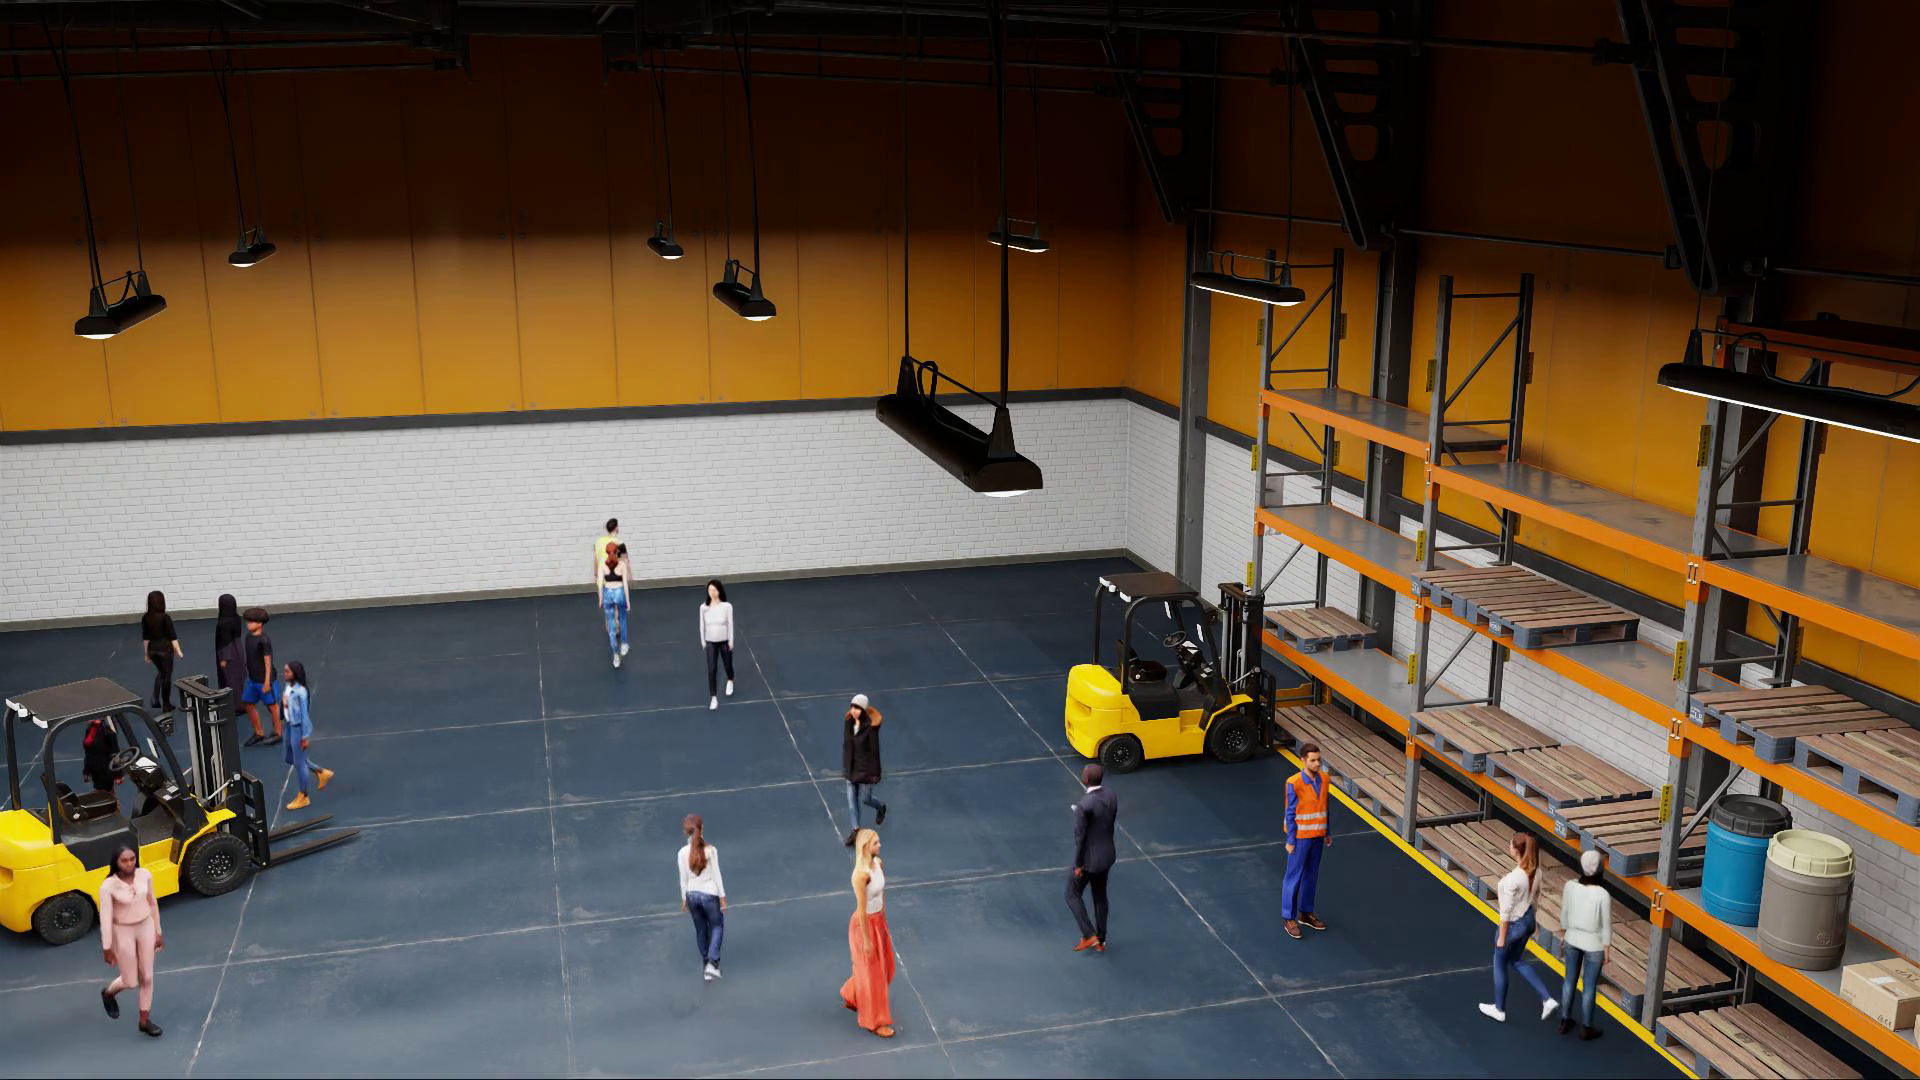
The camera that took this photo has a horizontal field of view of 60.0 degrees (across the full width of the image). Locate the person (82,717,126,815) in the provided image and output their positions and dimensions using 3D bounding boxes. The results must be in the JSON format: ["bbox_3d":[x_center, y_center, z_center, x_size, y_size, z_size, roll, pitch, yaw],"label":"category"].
[{"bbox_3d":[-8.929,2.464,17.482,0.812,1.623,0.870,8,16,30],"label":"person"}]

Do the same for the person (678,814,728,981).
[{"bbox_3d":[-2.298,3.197,14.650,0.676,1.532,0.783,1,14,5],"label":"person"}]

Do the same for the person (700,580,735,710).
[{"bbox_3d":[-3.167,1.342,22.012,0.785,1.672,1.129,0,14,-1],"label":"person"}]

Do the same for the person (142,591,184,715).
[{"bbox_3d":[-10.392,1.478,21.541,0.691,1.630,0.738,3,14,10],"label":"person"}]

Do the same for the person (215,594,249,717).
[{"bbox_3d":[-9.467,1.473,21.599,0.714,1.613,0.595,0,14,-2],"label":"person"}]

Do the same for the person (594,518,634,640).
[{"bbox_3d":[-5.199,0.605,24.725,0.927,1.829,0.990,7,15,26],"label":"person"}]

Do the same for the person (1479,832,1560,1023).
[{"bbox_3d":[4.722,3.286,13.912,0.825,1.707,0.994,-11,17,-38],"label":"person"}]

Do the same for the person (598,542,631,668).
[{"bbox_3d":[-4.884,0.935,23.524,0.643,1.752,1.039,-2,14,-9],"label":"person"}]

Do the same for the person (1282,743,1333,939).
[{"bbox_3d":[3.253,2.788,15.631,0.749,1.864,0.706,-8,16,-30],"label":"person"}]

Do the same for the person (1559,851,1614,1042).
[{"bbox_3d":[5.191,3.342,13.813,0.701,1.644,0.580,-13,19,-43],"label":"person"}]

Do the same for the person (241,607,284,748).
[{"bbox_3d":[-8.512,1.664,20.457,0.815,1.779,0.874,9,16,32],"label":"person"}]

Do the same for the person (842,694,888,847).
[{"bbox_3d":[-1.024,2.415,17.695,0.938,1.619,0.998,8,16,29],"label":"person"}]

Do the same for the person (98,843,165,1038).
[{"bbox_3d":[-6.925,3.306,13.833,0.966,1.706,0.901,9,16,32],"label":"person"}]

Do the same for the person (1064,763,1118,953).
[{"bbox_3d":[1.270,2.929,15.165,0.801,1.811,0.786,-12,18,-40],"label":"person"}]

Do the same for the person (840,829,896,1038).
[{"bbox_3d":[-0.804,3.248,13.872,0.926,1.799,0.886,5,15,20],"label":"person"}]

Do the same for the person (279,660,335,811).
[{"bbox_3d":[-7.321,2.148,18.618,0.880,1.703,0.876,-12,18,-41],"label":"person"}]
